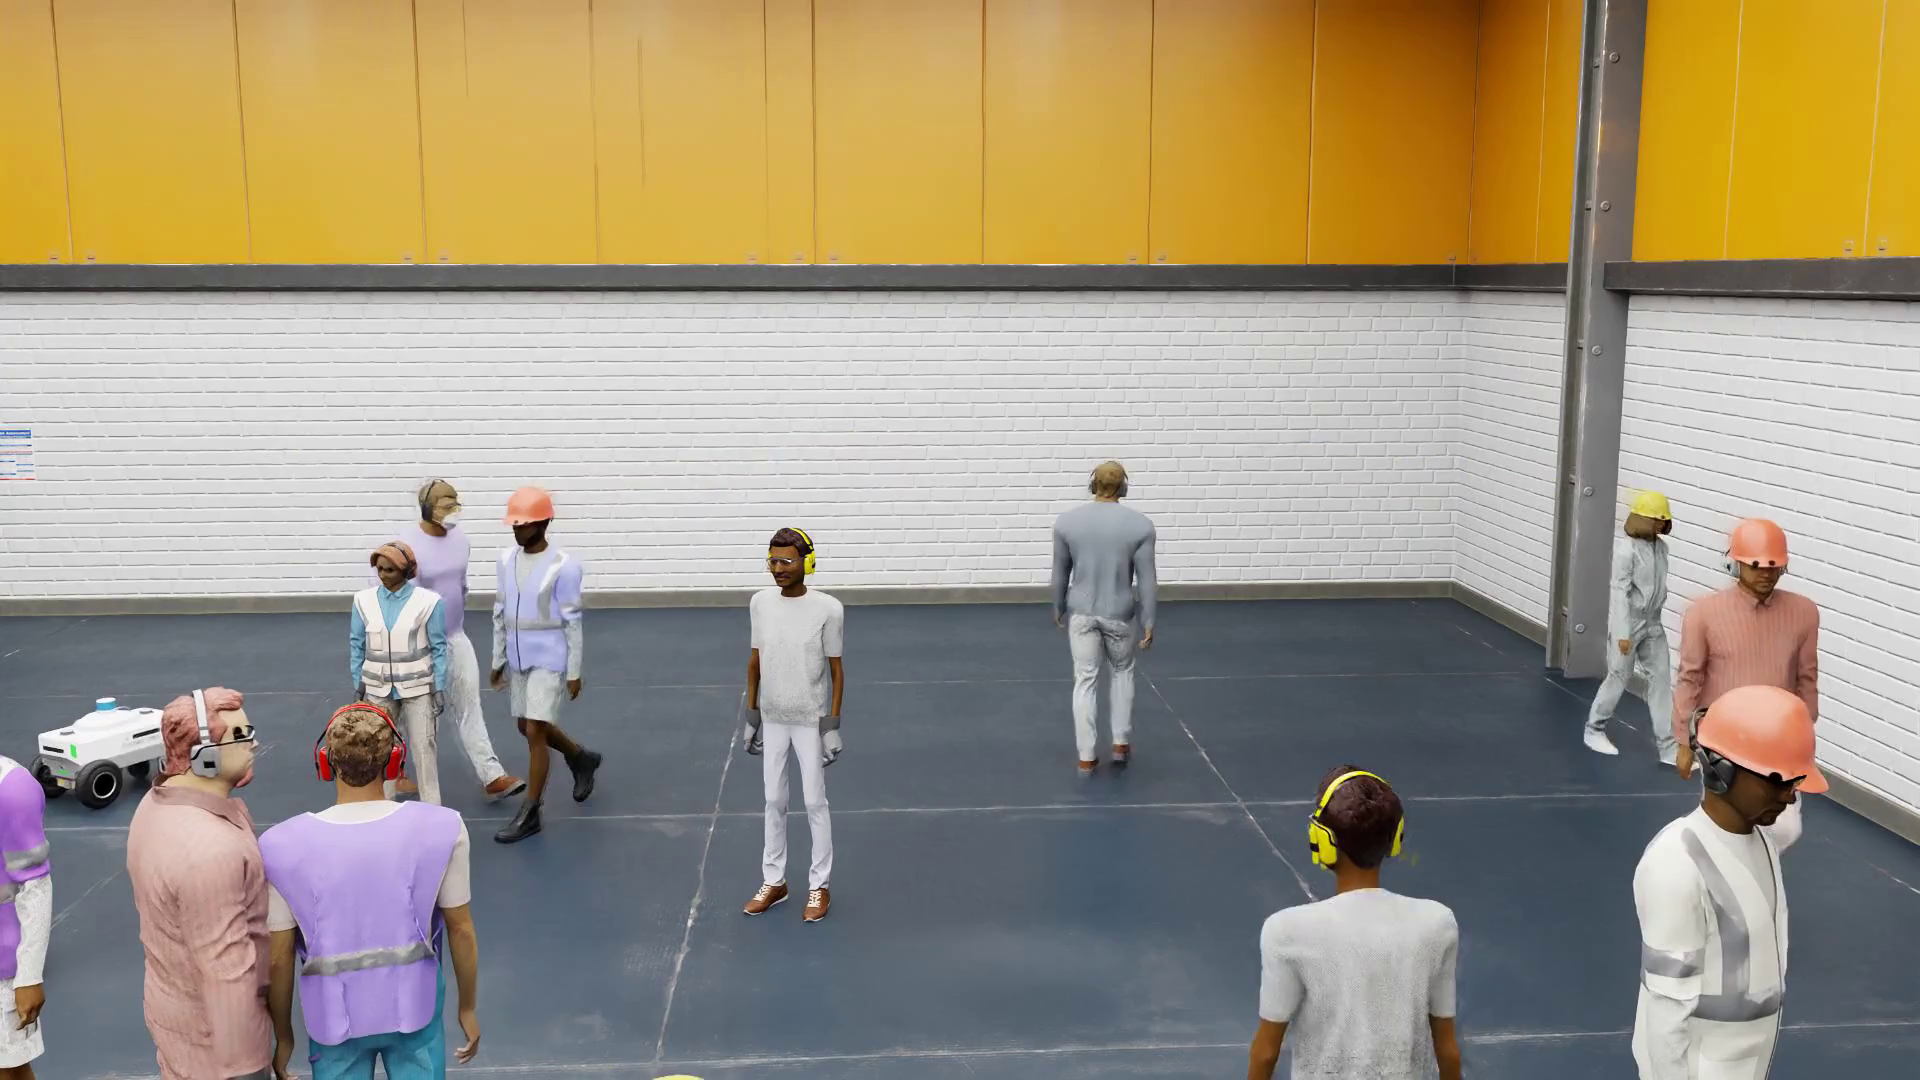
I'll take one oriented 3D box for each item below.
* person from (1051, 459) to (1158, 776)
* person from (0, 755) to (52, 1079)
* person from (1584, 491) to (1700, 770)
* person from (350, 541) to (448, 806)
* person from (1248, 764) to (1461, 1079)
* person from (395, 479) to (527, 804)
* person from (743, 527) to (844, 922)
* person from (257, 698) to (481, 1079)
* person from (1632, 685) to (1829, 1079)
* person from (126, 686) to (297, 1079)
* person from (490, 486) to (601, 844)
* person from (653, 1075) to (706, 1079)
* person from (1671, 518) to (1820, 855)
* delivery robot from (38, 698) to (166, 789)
[{"bbox_3d":[0.884,0.460,10.241,0.661,1.911,0.723,1,9,9],"label":"person"},{"bbox_3d":[-3.032,1.272,5.048,0.551,1.936,0.357,2,9,14],"label":"person"},{"bbox_3d":[4.249,0.540,10.351,0.502,1.709,0.740,-5,11,-31],"label":"person"},{"bbox_3d":[-2.987,0.812,8.877,0.512,1.639,0.311,0,9,0],"label":"person"},{"bbox_3d":[0.933,1.467,4.095,0.508,1.853,0.500,-3,9,-17],"label":"person"},{"bbox_3d":[-2.990,0.590,9.533,1.060,1.878,0.648,5,10,29],"label":"person"},{"bbox_3d":[-0.794,0.861,7.845,0.509,1.872,0.328,3,10,18],"label":"person"},{"bbox_3d":[-1.658,1.369,4.726,0.571,1.845,0.382,-3,10,-21],"label":"person"},{"bbox_3d":[1.928,1.356,4.227,0.392,2.033,0.605,8,12,42],"label":"person"},{"bbox_3d":[-2.060,1.349,4.663,0.400,1.910,0.643,-7,11,-36],"label":"person"},{"bbox_3d":[-2.274,0.635,9.131,0.555,1.915,0.844,5,10,30],"label":"person"},{"bbox_3d":[-0.429,1.696,2.474,0.425,1.910,0.630,2,9,12],"label":"person"},{"bbox_3d":[3.499,0.874,7.412,0.640,1.977,0.432,0,9,2],"label":"person"},{"bbox_3d":[-4.982,1.169,9.736,0.477,0.478,0.707,4,10,26],"label":"delivery robot"}]
